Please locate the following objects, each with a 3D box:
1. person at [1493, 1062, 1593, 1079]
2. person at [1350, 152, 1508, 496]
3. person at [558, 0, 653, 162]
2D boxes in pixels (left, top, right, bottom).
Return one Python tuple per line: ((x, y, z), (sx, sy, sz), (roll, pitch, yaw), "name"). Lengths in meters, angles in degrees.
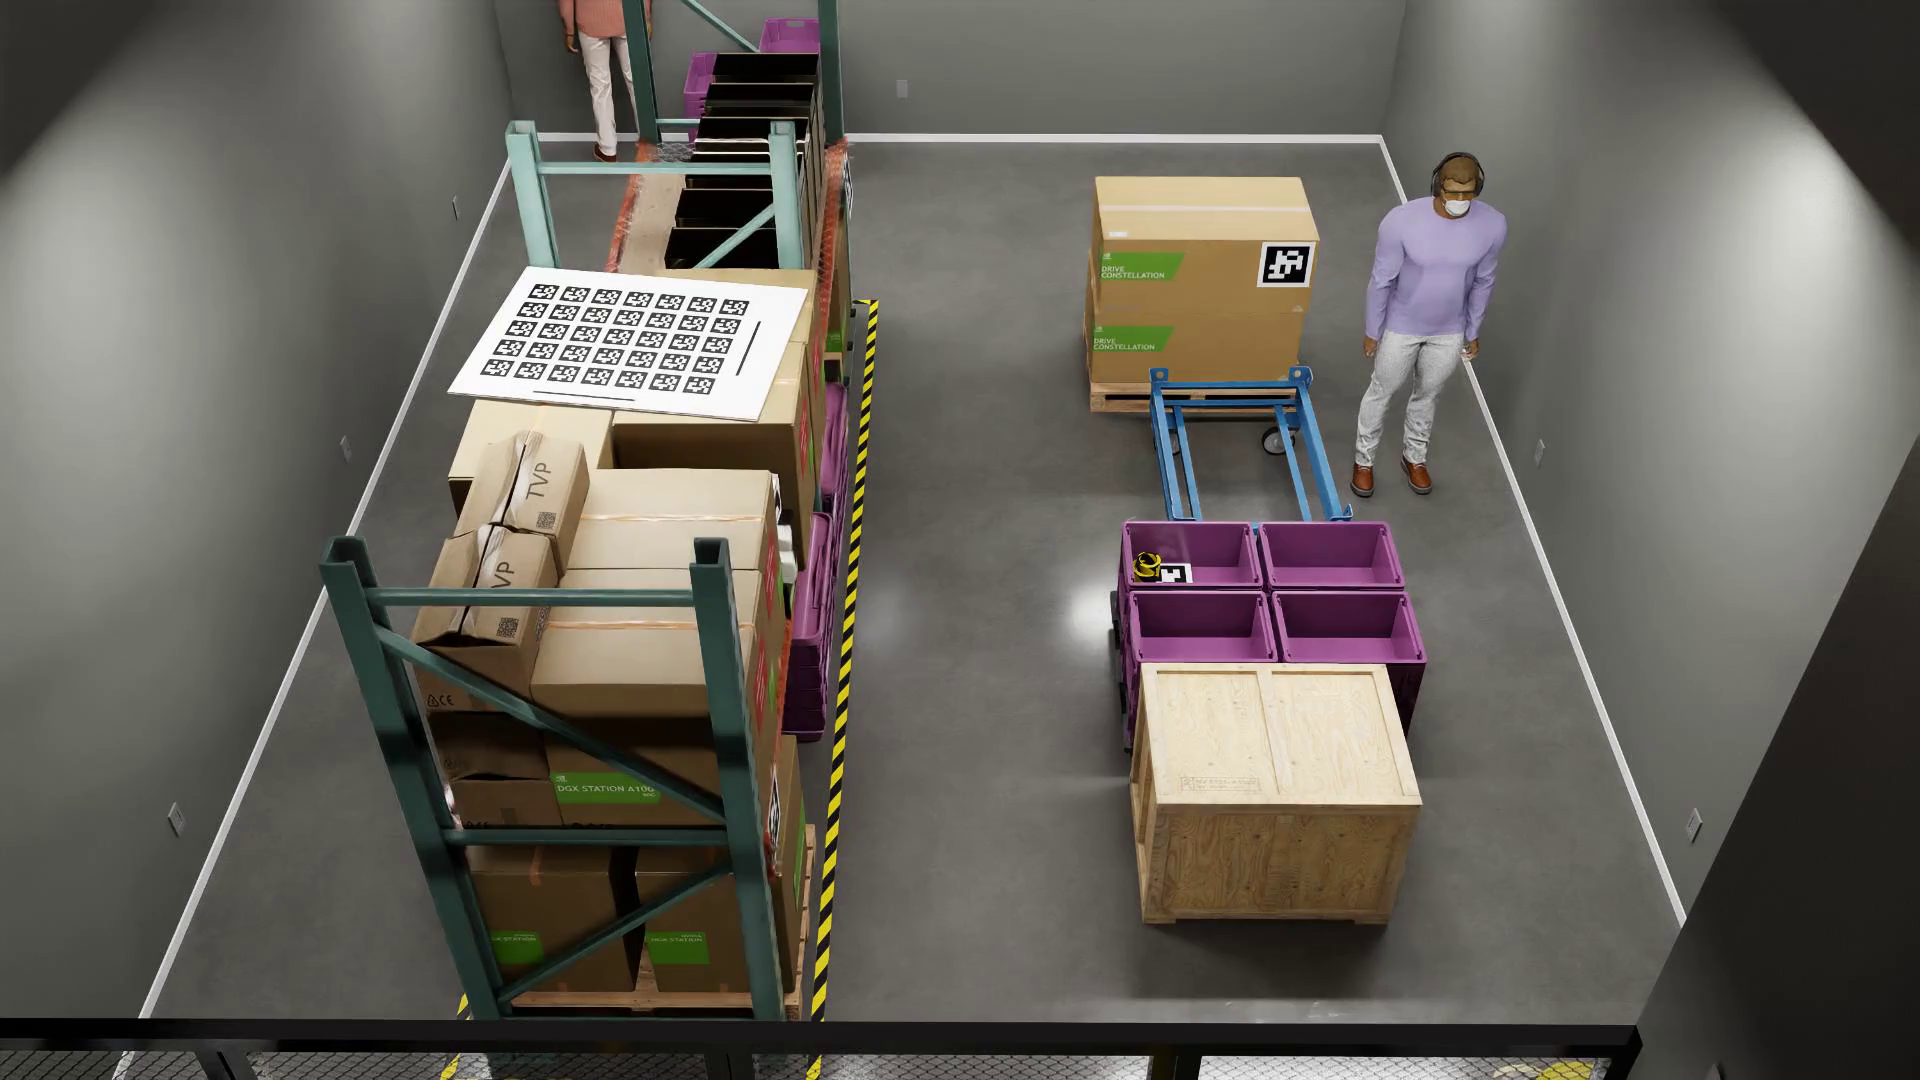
((1.604, 2.066, 4.836), (0.403, 1.834, 0.588), (5, 42, 6), "person")
((2.324, -1.063, 8.326), (0.630, 1.940, 0.372), (-2, 41, -2), "person")
((-2.329, -3.427, 10.980), (0.622, 1.994, 0.381), (-16, 44, -18), "person")
